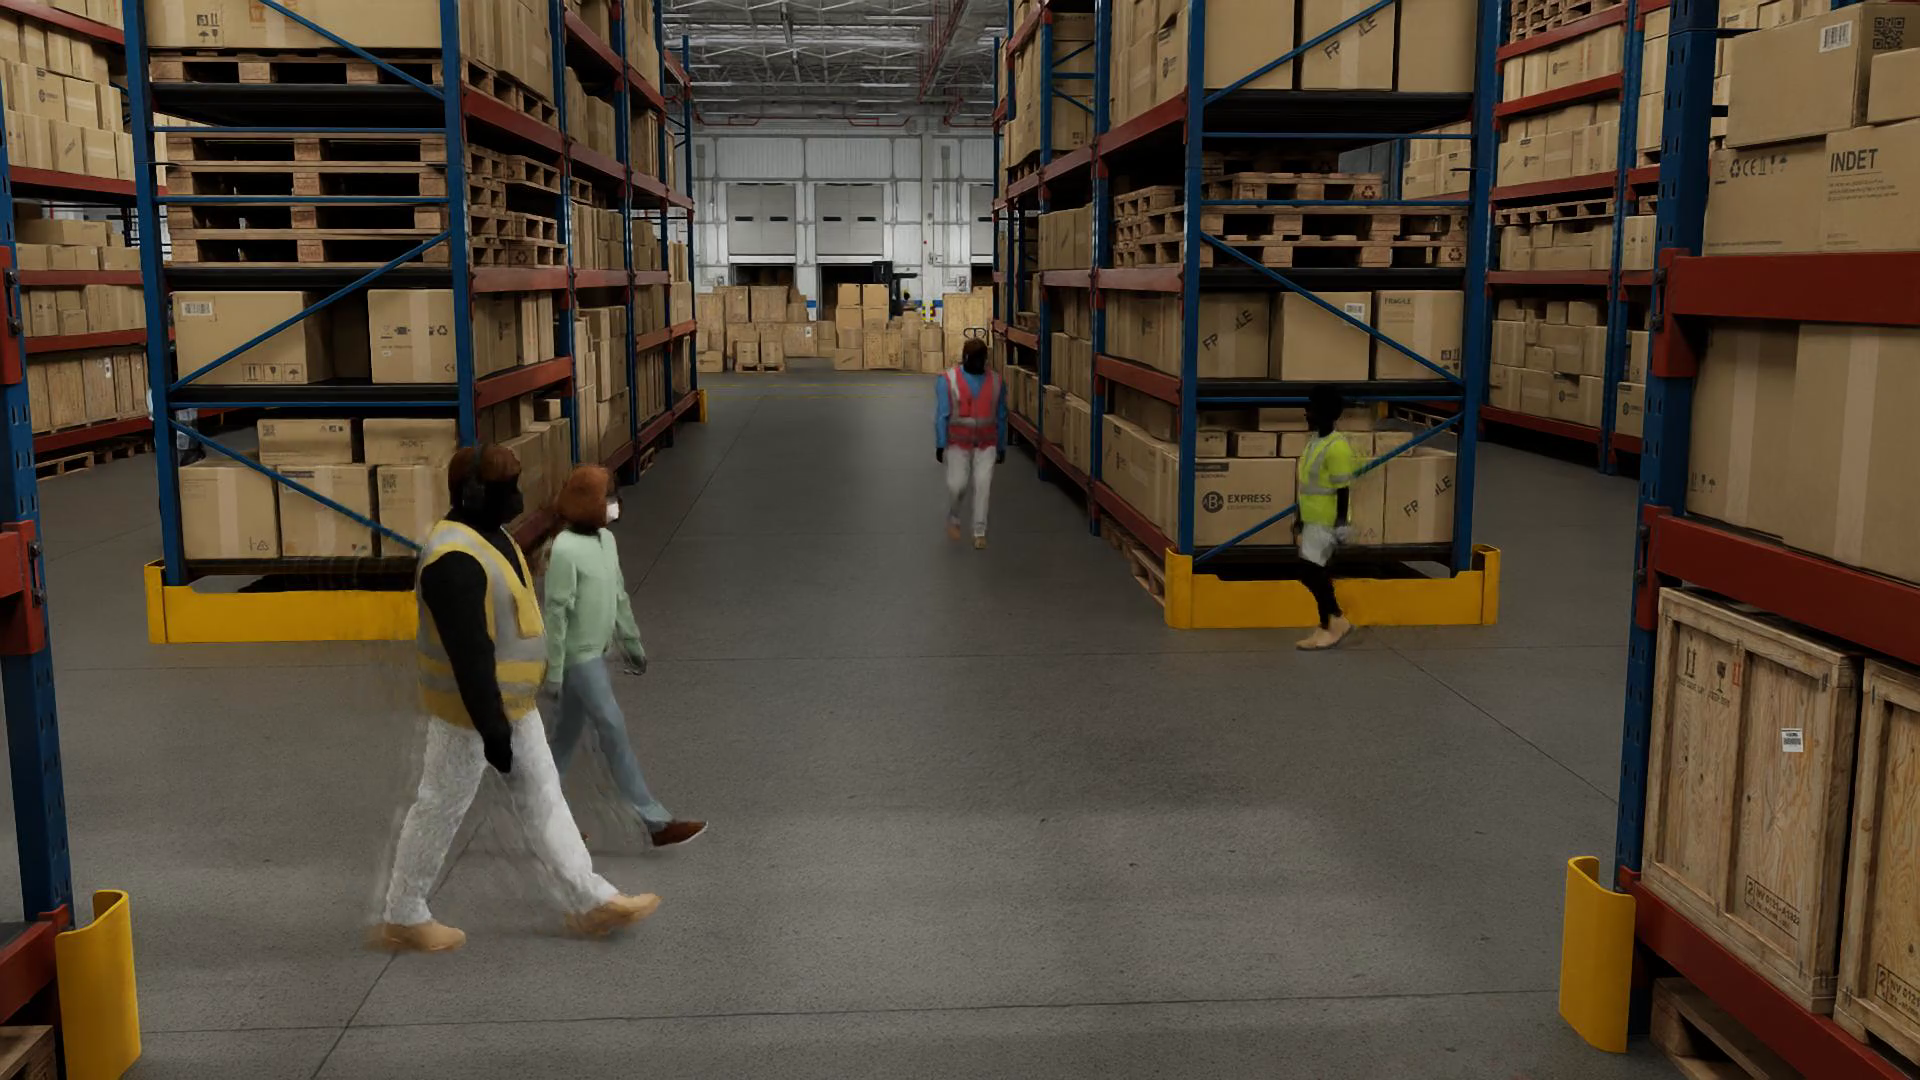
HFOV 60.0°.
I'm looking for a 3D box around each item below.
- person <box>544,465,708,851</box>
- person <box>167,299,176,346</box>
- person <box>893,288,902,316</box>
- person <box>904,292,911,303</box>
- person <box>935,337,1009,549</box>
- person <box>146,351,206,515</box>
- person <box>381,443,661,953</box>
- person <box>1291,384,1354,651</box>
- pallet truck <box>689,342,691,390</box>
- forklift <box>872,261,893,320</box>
[{"bbox_3d":[-1.424,0.488,6.769,0.829,1.586,0.525,1,9,8],"label":"person"},{"bbox_3d":[-18.106,-4.670,38.480,0.809,1.811,0.602,8,12,41],"label":"person"},{"bbox_3d":[-2.320,-7.829,57.978,0.636,1.931,0.377,3,10,19],"label":"person"},{"bbox_3d":[-2.019,-9.047,66.395,0.685,1.675,0.538,2,9,15],"label":"person"},{"bbox_3d":[0.109,-0.828,14.321,0.648,1.826,0.434,-2,9,-12],"label":"person"},{"bbox_3d":[-6.923,-0.826,14.733,0.319,1.693,0.532,3,10,21],"label":"person"},{"bbox_3d":[-1.584,0.561,5.724,0.980,1.786,0.653,0,9,0],"label":"person"},{"bbox_3d":[2.228,-0.124,10.345,0.372,1.679,0.543,-1,9,-4],"label":"person"},{"bbox_3d":[-5.225,-3.008,27.480,1.885,1.965,0.823,2,9,14],"label":"pallet truck"},{"bbox_3d":[-2.571,-7.866,55.224,1.873,2.768,1.129,-5,10,-27],"label":"forklift"}]
